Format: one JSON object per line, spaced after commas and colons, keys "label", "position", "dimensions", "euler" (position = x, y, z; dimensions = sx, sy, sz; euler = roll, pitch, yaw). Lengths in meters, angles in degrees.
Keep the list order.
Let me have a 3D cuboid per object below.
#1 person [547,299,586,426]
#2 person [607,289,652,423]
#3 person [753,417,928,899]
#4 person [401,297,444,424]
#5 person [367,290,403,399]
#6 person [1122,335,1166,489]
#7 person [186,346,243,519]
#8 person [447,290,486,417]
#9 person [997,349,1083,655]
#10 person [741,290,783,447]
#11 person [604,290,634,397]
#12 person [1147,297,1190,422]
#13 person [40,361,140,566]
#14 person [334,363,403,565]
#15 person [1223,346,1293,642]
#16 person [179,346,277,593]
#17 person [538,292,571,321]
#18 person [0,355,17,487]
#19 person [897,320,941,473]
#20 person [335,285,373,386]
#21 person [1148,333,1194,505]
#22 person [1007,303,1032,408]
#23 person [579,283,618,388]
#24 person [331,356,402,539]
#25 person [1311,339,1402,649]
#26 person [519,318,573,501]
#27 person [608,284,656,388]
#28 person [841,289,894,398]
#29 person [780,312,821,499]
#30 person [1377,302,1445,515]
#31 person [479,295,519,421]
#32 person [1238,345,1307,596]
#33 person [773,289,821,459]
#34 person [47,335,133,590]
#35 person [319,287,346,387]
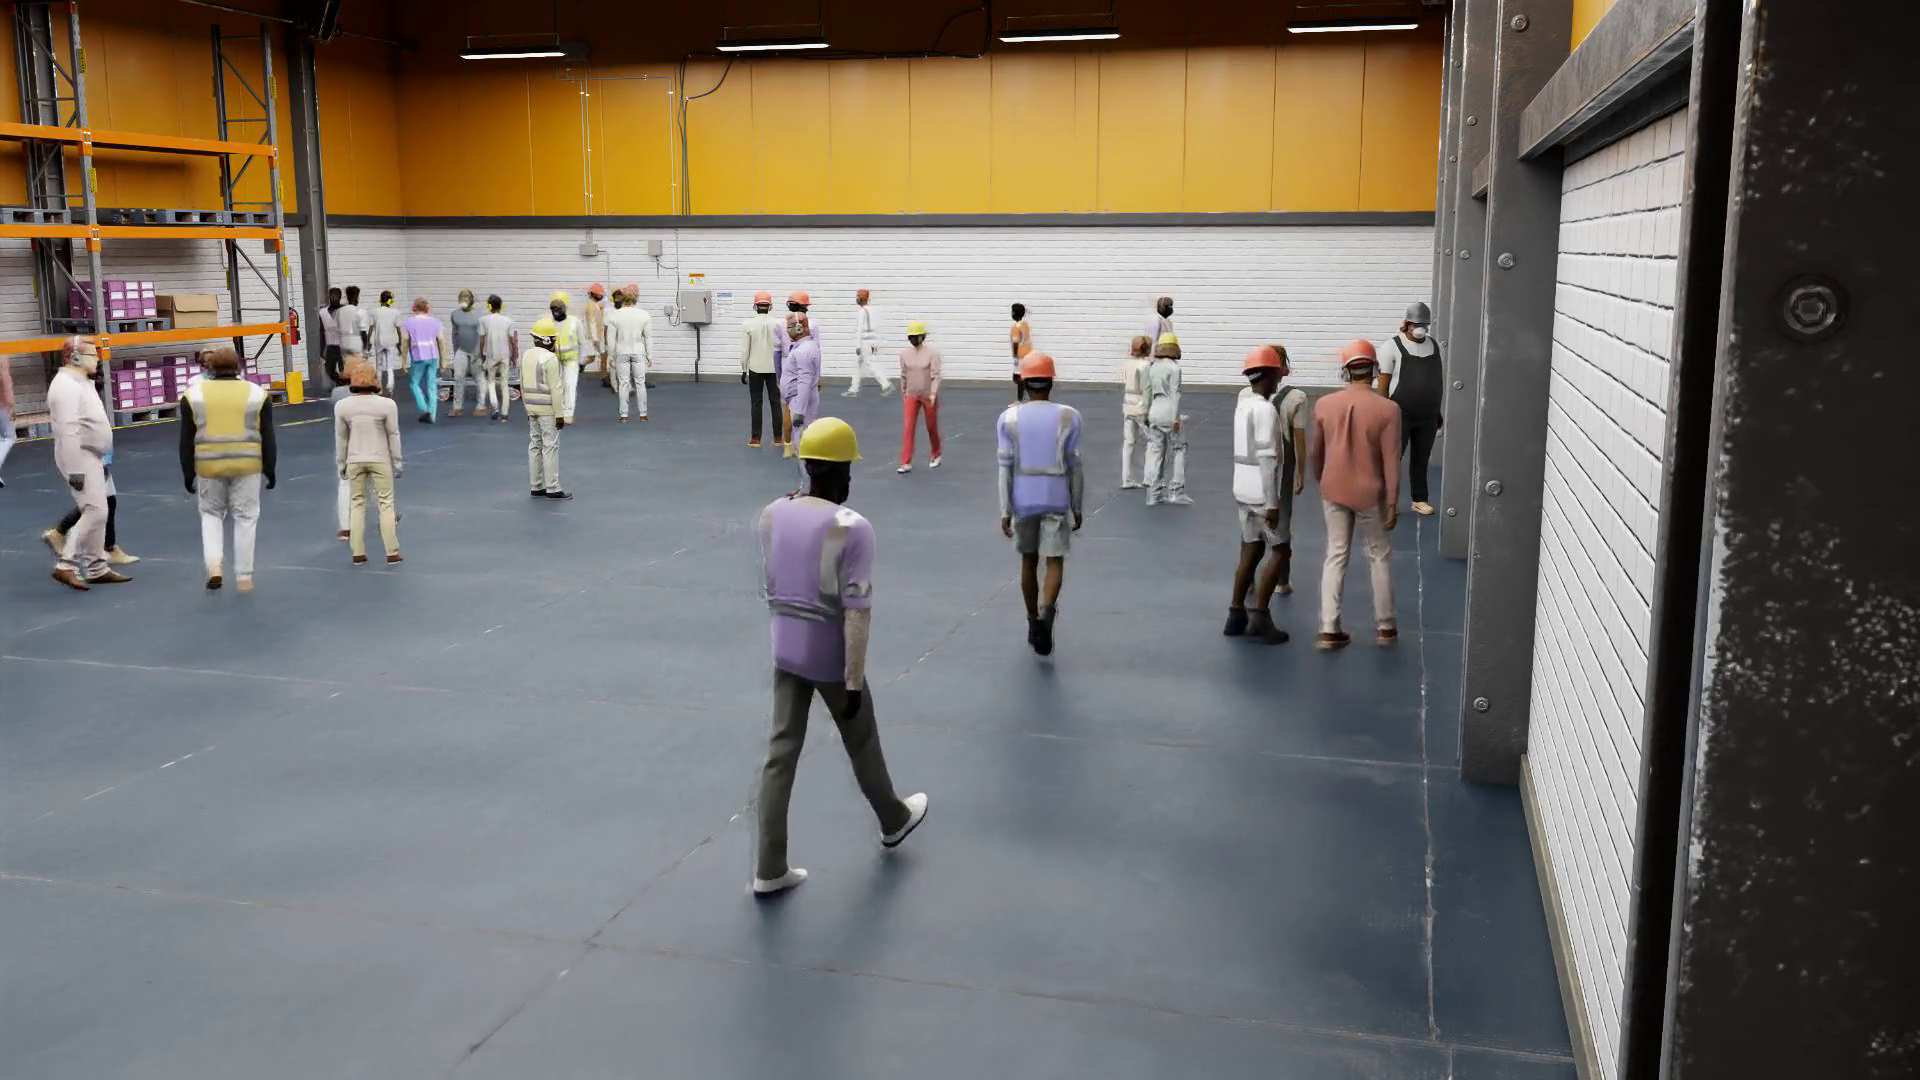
{"label": "person", "position": [-5.672, -2.519, 23.700], "dimensions": [0.634, 1.797, 0.896], "euler": [0, 10, 3]}
{"label": "person", "position": [-4.778, -2.662, 24.111], "dimensions": [0.635, 1.937, 0.354], "euler": [-2, 10, -13]}
{"label": "person", "position": [-0.517, 0.441, 6.727], "dimensions": [0.594, 1.872, 1.011], "euler": [6, 12, 32]}
{"label": "person", "position": [-7.732, -2.575, 23.949], "dimensions": [0.620, 1.816, 0.449], "euler": [-7, 12, -36]}
{"label": "person", "position": [-9.568, -3.223, 27.621], "dimensions": [0.605, 1.833, 0.723], "euler": [-3, 10, -15]}
{"label": "person", "position": [1.960, -1.337, 17.478], "dimensions": [0.560, 1.619, 0.540], "euler": [-4, 11, -22]}
{"label": "person", "position": [-6.926, -0.997, 15.555], "dimensions": [0.547, 1.623, 0.377], "euler": [-4, 11, -19]}
{"label": "person", "position": [-7.360, -2.771, 24.819], "dimensions": [0.638, 1.899, 0.867], "euler": [2, 10, 13]}
{"label": "person", "position": [0.493, -0.232, 10.429], "dimensions": [0.540, 1.916, 0.828], "euler": [1, 10, 8]}
{"label": "person", "position": [-2.500, -2.183, 21.237], "dimensions": [0.622, 1.993, 0.382], "euler": [-4, 11, -20]}
{"label": "person", "position": [-5.827, -3.353, 28.381], "dimensions": [0.551, 1.813, 0.999], "euler": [-5, 11, -27]}
{"label": "person", "position": [3.039, -2.610, 24.171], "dimensions": [0.865, 1.806, 0.654], "euler": [4, 11, 23]}
{"label": "person", "position": [-6.975, -0.607, 13.218], "dimensions": [0.608, 1.675, 0.547], "euler": [-6, 12, -31]}
{"label": "person", "position": [-4.742, -0.606, 13.366], "dimensions": [0.511, 1.627, 0.285], "euler": [0, 10, -2]}
{"label": "person", "position": [1.942, -0.292, 10.847], "dimensions": [0.428, 1.892, 0.641], "euler": [-2, 10, -10]}
{"label": "person", "position": [-5.383, -0.511, 12.273], "dimensions": [0.650, 1.826, 0.434], "euler": [-4, 11, -21]}
{"label": "person", "position": [-5.918, -2.710, 24.552], "dimensions": [0.615, 1.875, 0.946], "euler": [0, 10, 0]}
{"label": "person", "position": [-10.162, -1.386, 17.413], "dimensions": [0.548, 1.752, 0.392], "euler": [0, 10, -2]}
{"label": "person", "position": [-0.445, -1.648, 18.995], "dimensions": [0.526, 1.722, 0.902], "euler": [3, 11, 18]}
{"label": "person", "position": [-9.603, -3.062, 26.391], "dimensions": [0.608, 1.937, 0.419], "euler": [3, 11, 18]}
{"label": "person", "position": [2.073, -1.196, 16.493], "dimensions": [0.533, 1.697, 0.546], "euler": [-6, 12, -31]}
{"label": "person", "position": [1.020, -2.868, 26.020], "dimensions": [0.567, 1.685, 0.542], "euler": [4, 11, 23]}
{"label": "person", "position": [-6.673, -3.676, 29.974], "dimensions": [0.859, 1.907, 0.543], "euler": [1, 10, 6]}
{"label": "person", "position": [-5.289, -0.826, 14.708], "dimensions": [0.502, 1.581, 0.866], "euler": [2, 10, 9]}
{"label": "person", "position": [2.520, -0.289, 10.604], "dimensions": [0.652, 1.956, 0.666], "euler": [7, 12, 35]}
{"label": "person", "position": [-4.167, -1.308, 16.749], "dimensions": [0.600, 1.829, 0.404], "euler": [9, 14, 42]}
{"label": "person", "position": [-6.004, -3.675, 30.041], "dimensions": [0.989, 1.893, 0.567], "euler": [2, 10, 13]}
{"label": "person", "position": [-1.548, -3.317, 28.089], "dimensions": [0.926, 1.852, 0.585], "euler": [2, 10, 11]}
{"label": "person", "position": [-1.601, -1.331, 16.675], "dimensions": [0.407, 1.905, 0.638], "euler": [0, 10, -1]}
{"label": "person", "position": [4.314, -1.243, 15.791], "dimensions": [0.688, 2.000, 0.536], "euler": [-2, 10, -13]}
{"label": "person", "position": [-6.747, -2.660, 24.345], "dimensions": [0.575, 1.849, 0.398], "euler": [-3, 10, -17]}
{"label": "person", "position": [2.277, -0.505, 12.188], "dimensions": [0.505, 1.841, 0.332], "euler": [3, 10, 16]}
{"label": "person", "position": [-1.941, -1.992, 20.026], "dimensions": [0.610, 2.043, 0.397], "euler": [4, 11, 21]}
{"label": "person", "position": [-6.521, -0.579, 12.434], "dimensions": [0.440, 1.896, 0.672], "euler": [-4, 11, -20]}
{"label": "person", "position": [-9.980, -3.110, 26.735], "dimensions": [0.610, 1.905, 0.586], "euler": [1, 10, 5]}
